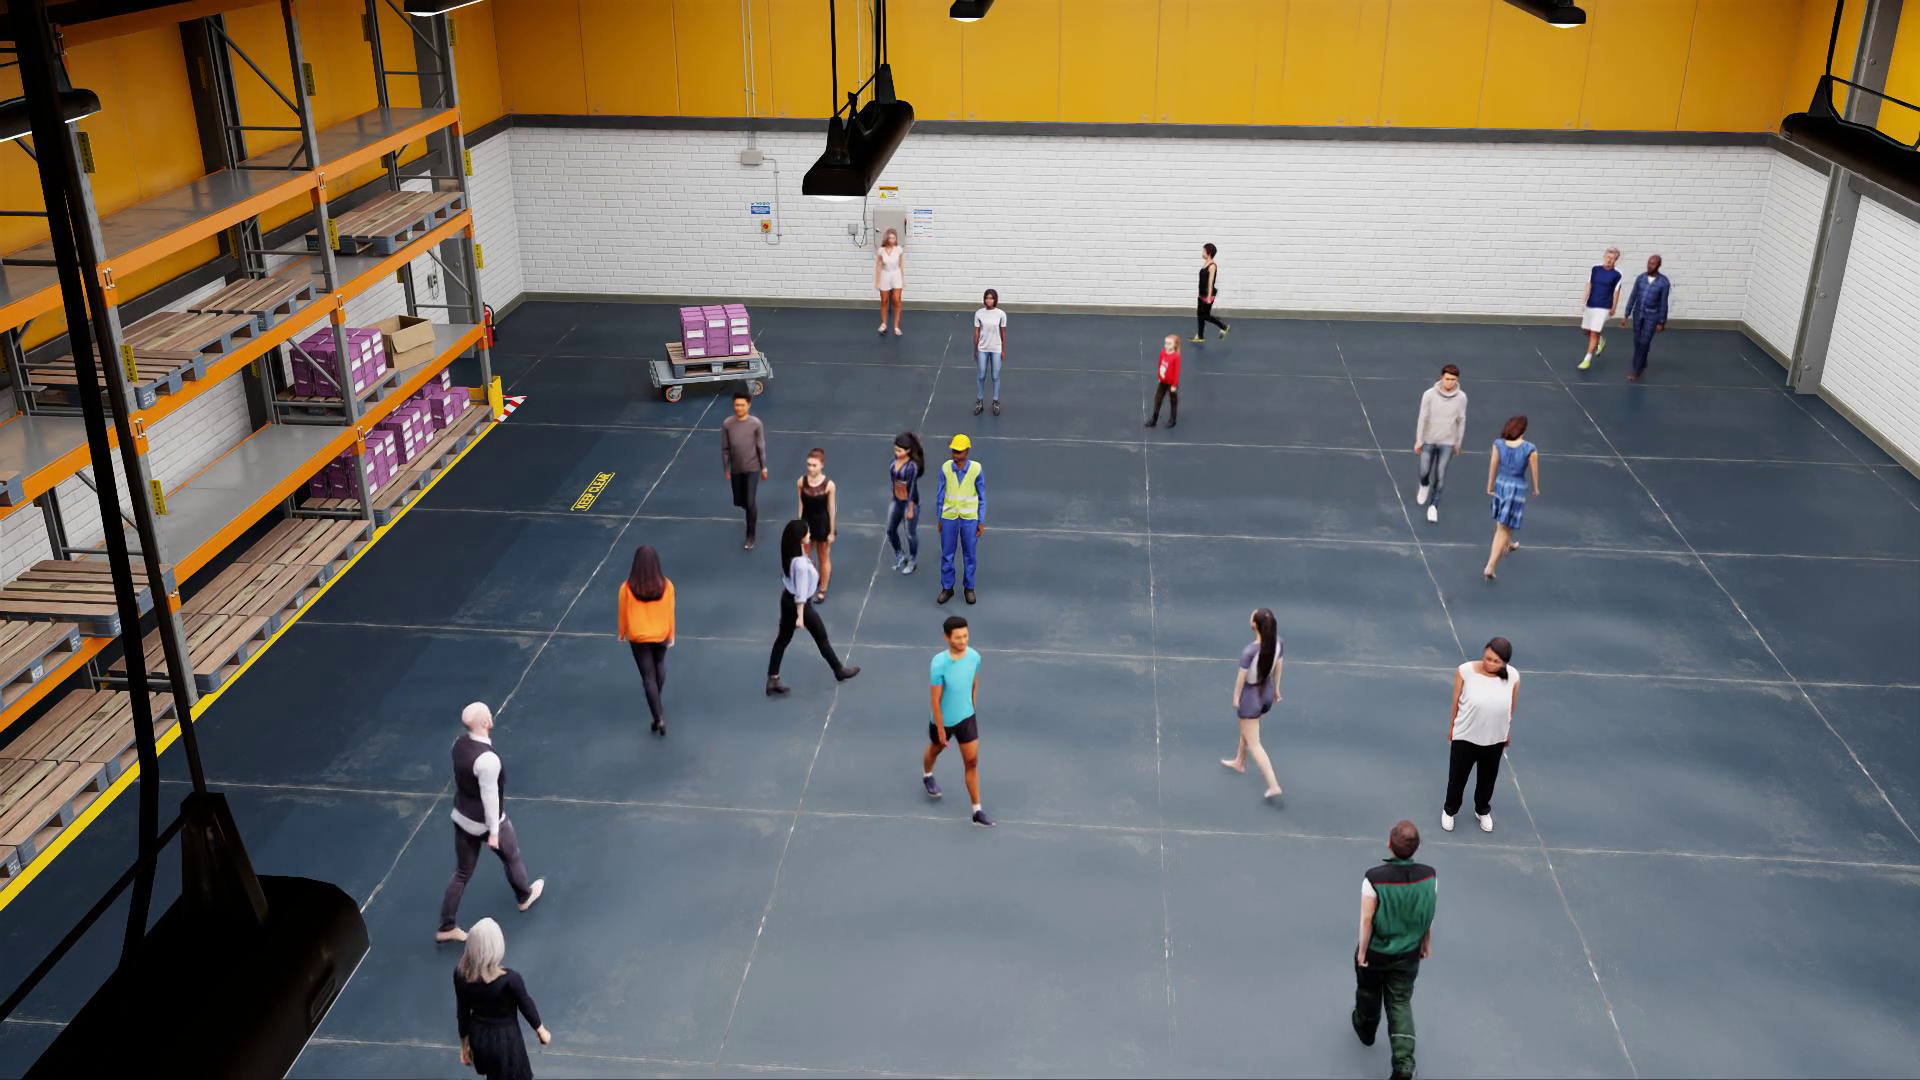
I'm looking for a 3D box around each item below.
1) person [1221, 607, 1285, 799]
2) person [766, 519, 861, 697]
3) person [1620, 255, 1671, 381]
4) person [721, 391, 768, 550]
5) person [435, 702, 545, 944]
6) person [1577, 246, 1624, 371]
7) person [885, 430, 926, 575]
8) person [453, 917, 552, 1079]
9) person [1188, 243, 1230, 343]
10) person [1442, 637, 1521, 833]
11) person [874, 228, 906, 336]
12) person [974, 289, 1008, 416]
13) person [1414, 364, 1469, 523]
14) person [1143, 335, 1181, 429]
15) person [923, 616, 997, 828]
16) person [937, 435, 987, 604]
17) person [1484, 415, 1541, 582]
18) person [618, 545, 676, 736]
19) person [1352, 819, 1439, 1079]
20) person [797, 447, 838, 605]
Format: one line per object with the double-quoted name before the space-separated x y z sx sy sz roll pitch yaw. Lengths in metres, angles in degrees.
"person" 2.469 1.344 13.580 0.978 1.618 1.081 -16 28 -32
"person" -1.570 0.649 15.063 1.114 1.702 1.167 -12 26 -25
"person" 9.842 -3.199 23.751 1.048 1.794 0.989 -18 29 -35
"person" -2.344 -0.816 18.352 0.938 1.753 0.670 2 24 5
"person" -3.453 2.048 11.772 1.284 1.776 1.115 -21 31 -39
"person" 9.328 -3.396 24.184 1.142 1.809 1.066 -20 30 -37
"person" -0.519 -0.401 17.577 0.750 1.613 0.794 20 31 38
"person" -2.718 3.008 9.628 0.692 1.733 0.789 9 25 20
"person" 3.827 -3.744 25.322 0.706 1.535 0.814 -2 24 -5
"person" 4.114 1.510 13.112 0.643 1.688 0.596 3 24 6
"person" -1.076 -4.025 25.794 0.706 1.673 0.796 1 24 2
"person" 0.401 -2.529 22.312 0.576 1.719 0.509 3 24 6
"person" 5.471 -1.155 19.014 0.744 1.844 0.923 5 24 11
"person" 2.781 -2.088 21.876 0.779 1.260 0.884 20 30 38
"person" -0.120 1.408 13.311 1.078 1.715 1.278 -13 27 -27
"person" 0.007 -0.230 16.938 0.653 1.812 0.566 3 24 6
"person" 5.707 -0.388 17.389 1.115 1.740 1.250 21 31 39
"person" -2.668 0.903 14.453 0.902 1.726 1.023 -12 27 -26
"person" 2.727 2.601 10.457 0.757 1.816 1.128 -1 24 -3
"person" -1.428 -0.170 16.980 0.637 1.669 0.636 8 25 17
